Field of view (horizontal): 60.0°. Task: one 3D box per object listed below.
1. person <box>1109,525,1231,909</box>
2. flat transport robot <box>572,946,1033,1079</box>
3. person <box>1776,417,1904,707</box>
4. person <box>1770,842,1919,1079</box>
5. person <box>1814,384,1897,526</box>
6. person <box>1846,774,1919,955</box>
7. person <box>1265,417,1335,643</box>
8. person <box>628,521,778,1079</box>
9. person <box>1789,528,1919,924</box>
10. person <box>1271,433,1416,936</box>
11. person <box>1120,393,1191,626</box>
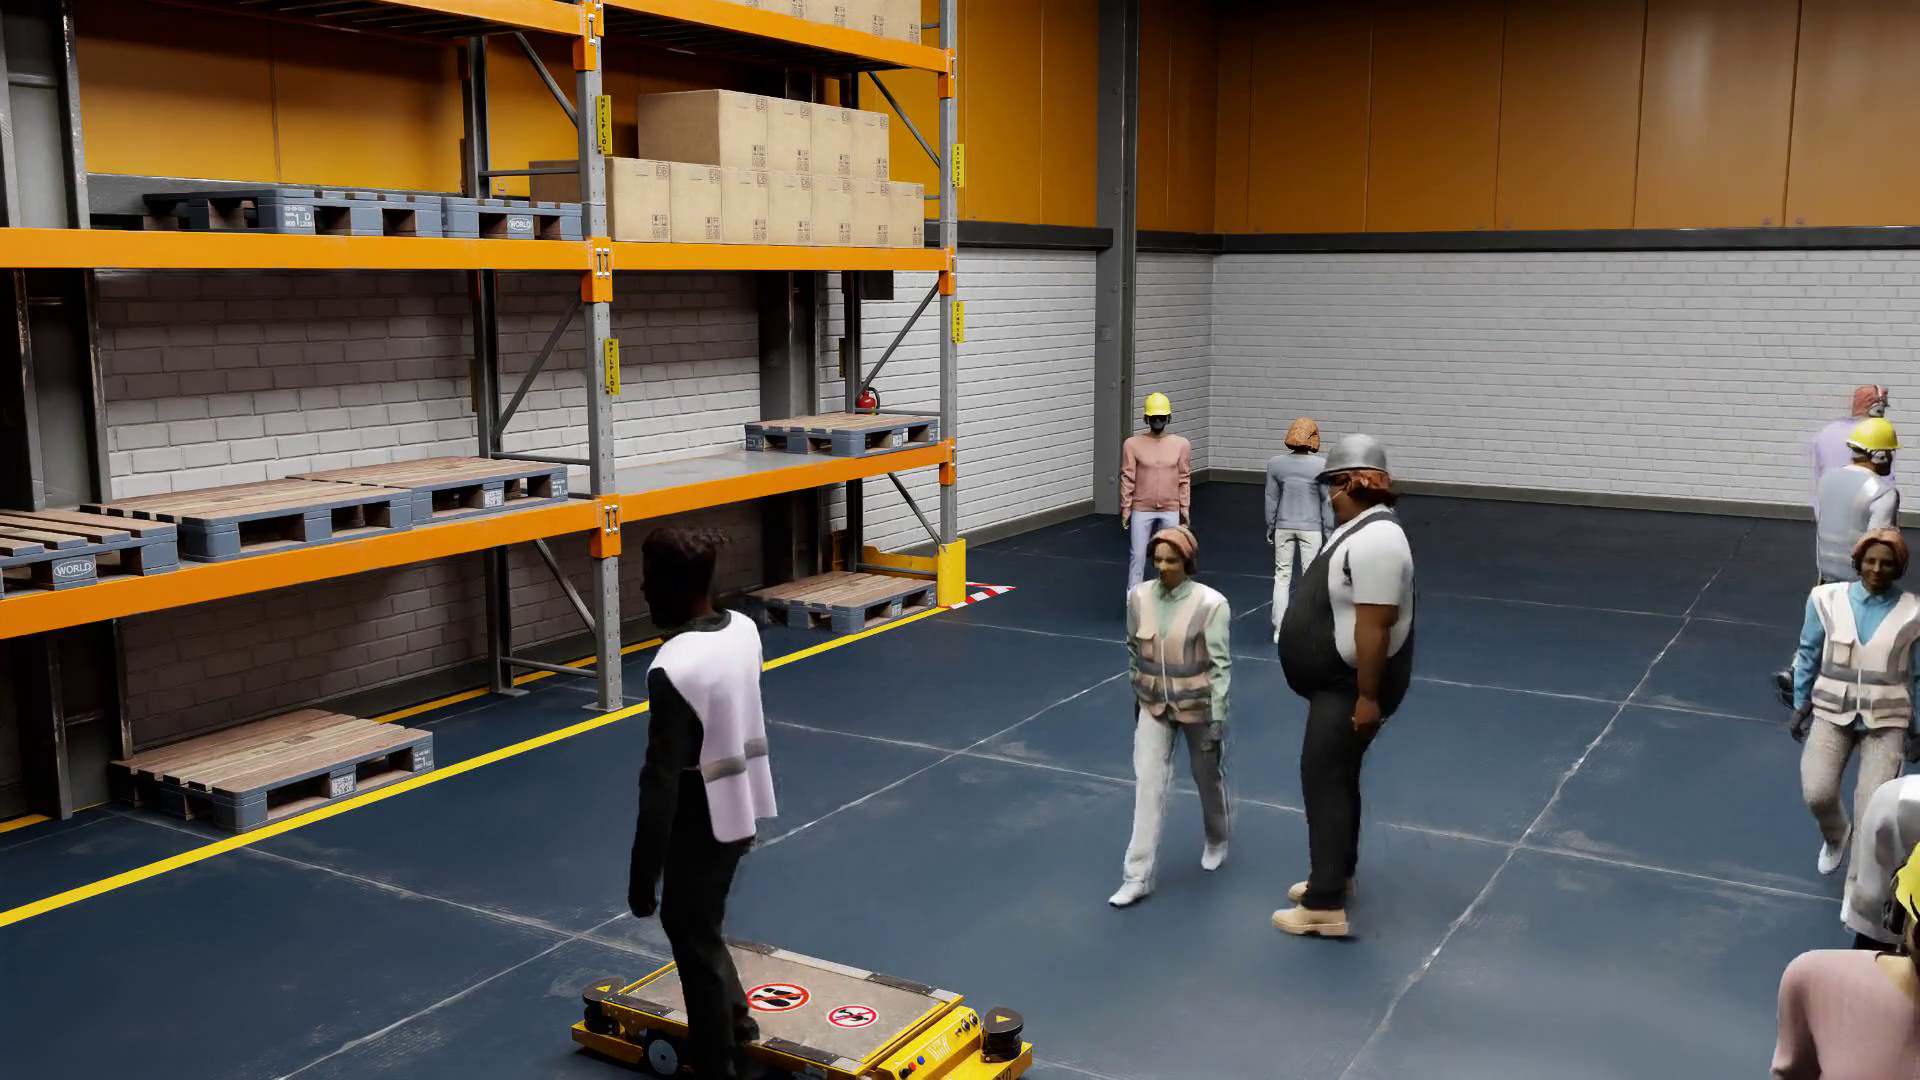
[{"bbox_3d":[0.957,0.717,7.145,0.537,1.591,0.878,6,11,33],"label":"person"},{"bbox_3d":[-0.539,1.630,5.552,1.431,0.197,0.652,5,11,30],"label":"flat transport robot"},{"bbox_3d":[5.176,0.192,9.707,0.547,1.820,0.604,-2,9,-11],"label":"person"},{"bbox_3d":[1.621,1.320,2.906,0.731,1.728,0.549,-9,13,-44],"label":"person"},{"bbox_3d":[6.230,-0.150,11.632,0.462,1.885,0.682,-3,10,-20],"label":"person"},{"bbox_3d":[2.199,1.120,3.518,0.608,1.946,0.667,5,10,27],"label":"person"},{"bbox_3d":[2.420,-0.059,11.853,0.508,1.632,0.264,5,11,30],"label":"person"},{"bbox_3d":[-0.795,0.886,5.090,0.441,1.906,0.630,2,9,13],"label":"person"},{"bbox_3d":[3.734,0.740,6.874,0.536,1.622,0.481,7,11,36],"label":"person"},{"bbox_3d":[1.571,0.551,6.783,0.546,2.000,0.812,1,9,7],"label":"person"},{"bbox_3d":[1.465,-0.217,12.429,0.533,1.767,0.322,-1,9,-4],"label":"person"}]
